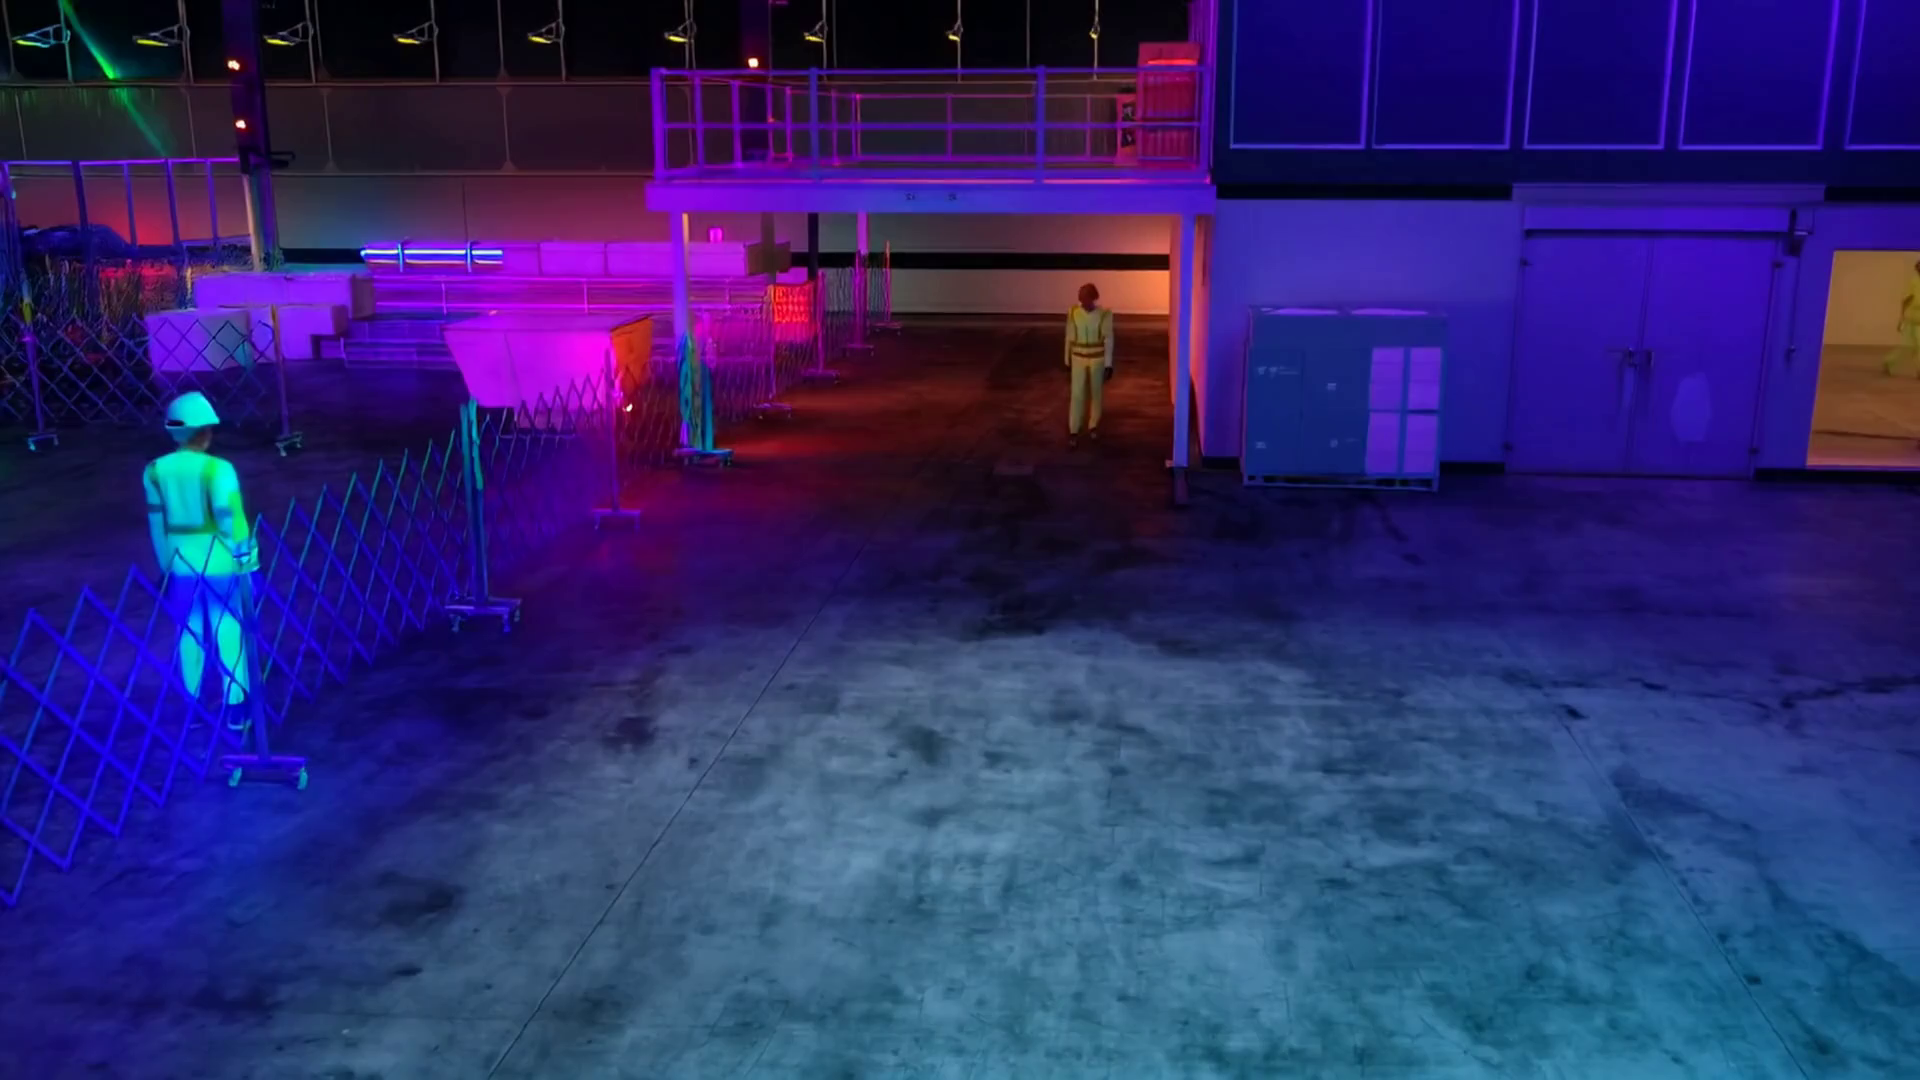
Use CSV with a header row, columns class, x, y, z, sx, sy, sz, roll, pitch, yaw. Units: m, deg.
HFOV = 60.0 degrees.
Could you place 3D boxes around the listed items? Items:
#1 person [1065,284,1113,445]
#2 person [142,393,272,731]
class,x,y,z,sx,sy,sz,roll,pitch,yaw
person,1.477,-2.020,19.220,0.580,1.839,0.956,3,14,11
person,-4.513,0.140,9.961,0.605,2.045,0.377,3,14,11
